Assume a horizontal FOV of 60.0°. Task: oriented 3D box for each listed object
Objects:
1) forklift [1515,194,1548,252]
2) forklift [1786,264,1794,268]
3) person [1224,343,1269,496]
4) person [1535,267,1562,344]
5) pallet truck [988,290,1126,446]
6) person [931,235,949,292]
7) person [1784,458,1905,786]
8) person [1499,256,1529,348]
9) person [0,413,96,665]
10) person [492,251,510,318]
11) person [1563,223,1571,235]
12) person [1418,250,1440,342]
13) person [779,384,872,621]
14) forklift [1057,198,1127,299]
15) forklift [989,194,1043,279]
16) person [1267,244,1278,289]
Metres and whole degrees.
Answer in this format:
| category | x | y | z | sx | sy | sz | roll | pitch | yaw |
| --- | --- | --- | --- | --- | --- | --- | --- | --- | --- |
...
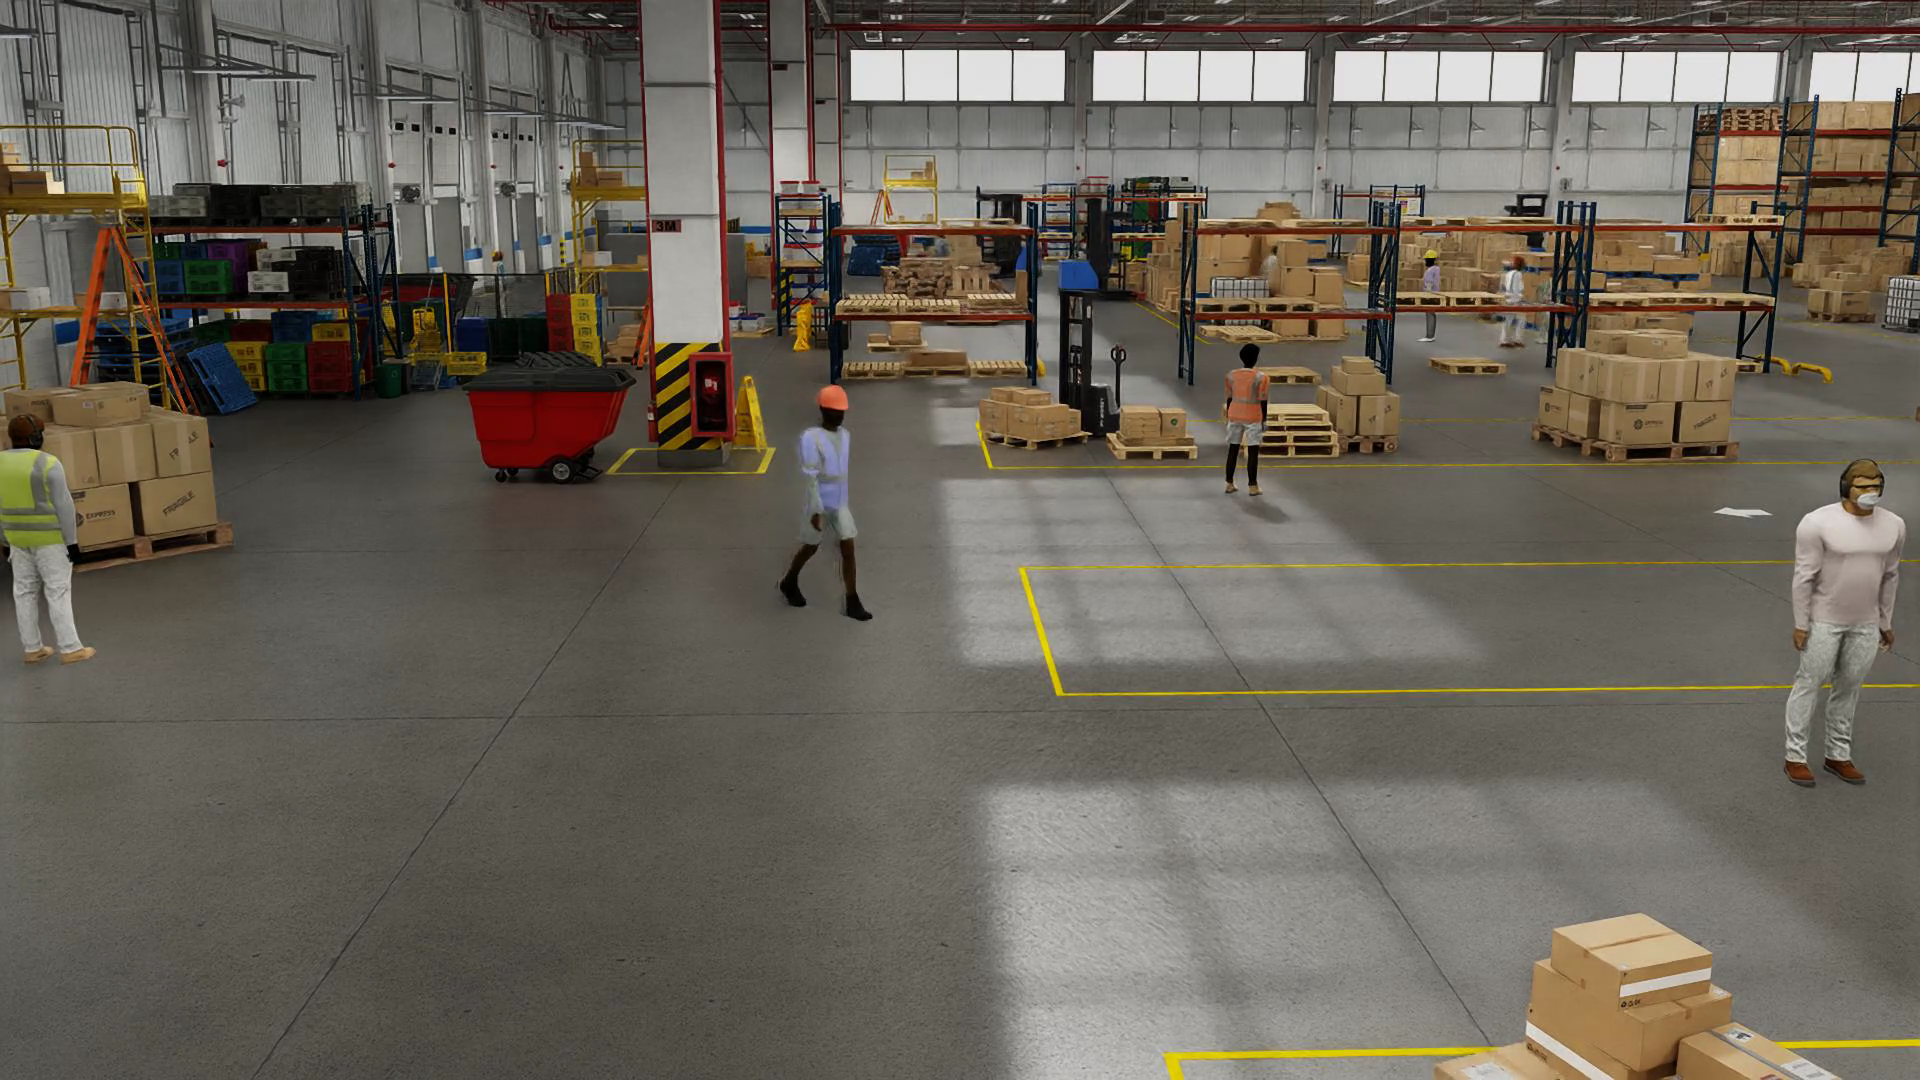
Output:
| category | x | y | z | sx | sy | sz | roll | pitch | yaw |
| --- | --- | --- | --- | --- | --- | --- | --- | --- | --- |
| forklift | 18.859 | -10.048 | 55.087 | 1.129 | 2.768 | 1.873 | 0 | 12 | -2 |
| forklift | 31.335 | -11.250 | 60.514 | 1.873 | 2.768 | 1.129 | 0 | 12 | -2 |
| person | 3.178 | -1.336 | 18.471 | 0.533 | 1.690 | 0.321 | 9 | 15 | 35 |
| person | 12.315 | -4.855 | 34.550 | 0.575 | 1.590 | 0.676 | -10 | 16 | -39 |
| pallet truck | 1.257 | -2.299 | 22.111 | 1.885 | 1.965 | 0.823 | -9 | 15 | -35 |
| person | -0.585 | -8.195 | 48.948 | 0.765 | 1.918 | 0.636 | -6 | 14 | -25 |
| person | 5.149 | 0.480 | 9.698 | 0.627 | 1.940 | 0.376 | -1 | 13 | -3 |
| person | 11.315 | -4.806 | 33.719 | 0.706 | 1.860 | 0.599 | 0 | 12 | 1 |
| person | -6.683 | 0.000 | 12.085 | 0.619 | 1.845 | 0.430 | 2 | 13 | 8 |
| person | -11.313 | -6.263 | 40.850 | 0.312 | 1.633 | 0.521 | -11 | 16 | -40 |
| person | 20.748 | -9.891 | 56.600 | 0.551 | 1.911 | 0.832 | 9 | 16 | 36 |
| person | 9.926 | -5.152 | 35.151 | 0.368 | 1.928 | 0.585 | 7 | 14 | 30 |
| person | -1.115 | -0.326 | 13.445 | 0.949 | 1.903 | 0.543 | 12 | 17 | 43 |
| forklift | 3.726 | -8.210 | 46.788 | 1.873 | 2.768 | 1.129 | 0 | 12 | -2 |
| forklift | 1.737 | -10.151 | 55.554 | 1.873 | 2.768 | 1.129 | -7 | 14 | -28 |
| person | 7.260 | -5.945 | 38.772 | 0.829 | 1.919 | 0.634 | 0 | 12 | 0 |
